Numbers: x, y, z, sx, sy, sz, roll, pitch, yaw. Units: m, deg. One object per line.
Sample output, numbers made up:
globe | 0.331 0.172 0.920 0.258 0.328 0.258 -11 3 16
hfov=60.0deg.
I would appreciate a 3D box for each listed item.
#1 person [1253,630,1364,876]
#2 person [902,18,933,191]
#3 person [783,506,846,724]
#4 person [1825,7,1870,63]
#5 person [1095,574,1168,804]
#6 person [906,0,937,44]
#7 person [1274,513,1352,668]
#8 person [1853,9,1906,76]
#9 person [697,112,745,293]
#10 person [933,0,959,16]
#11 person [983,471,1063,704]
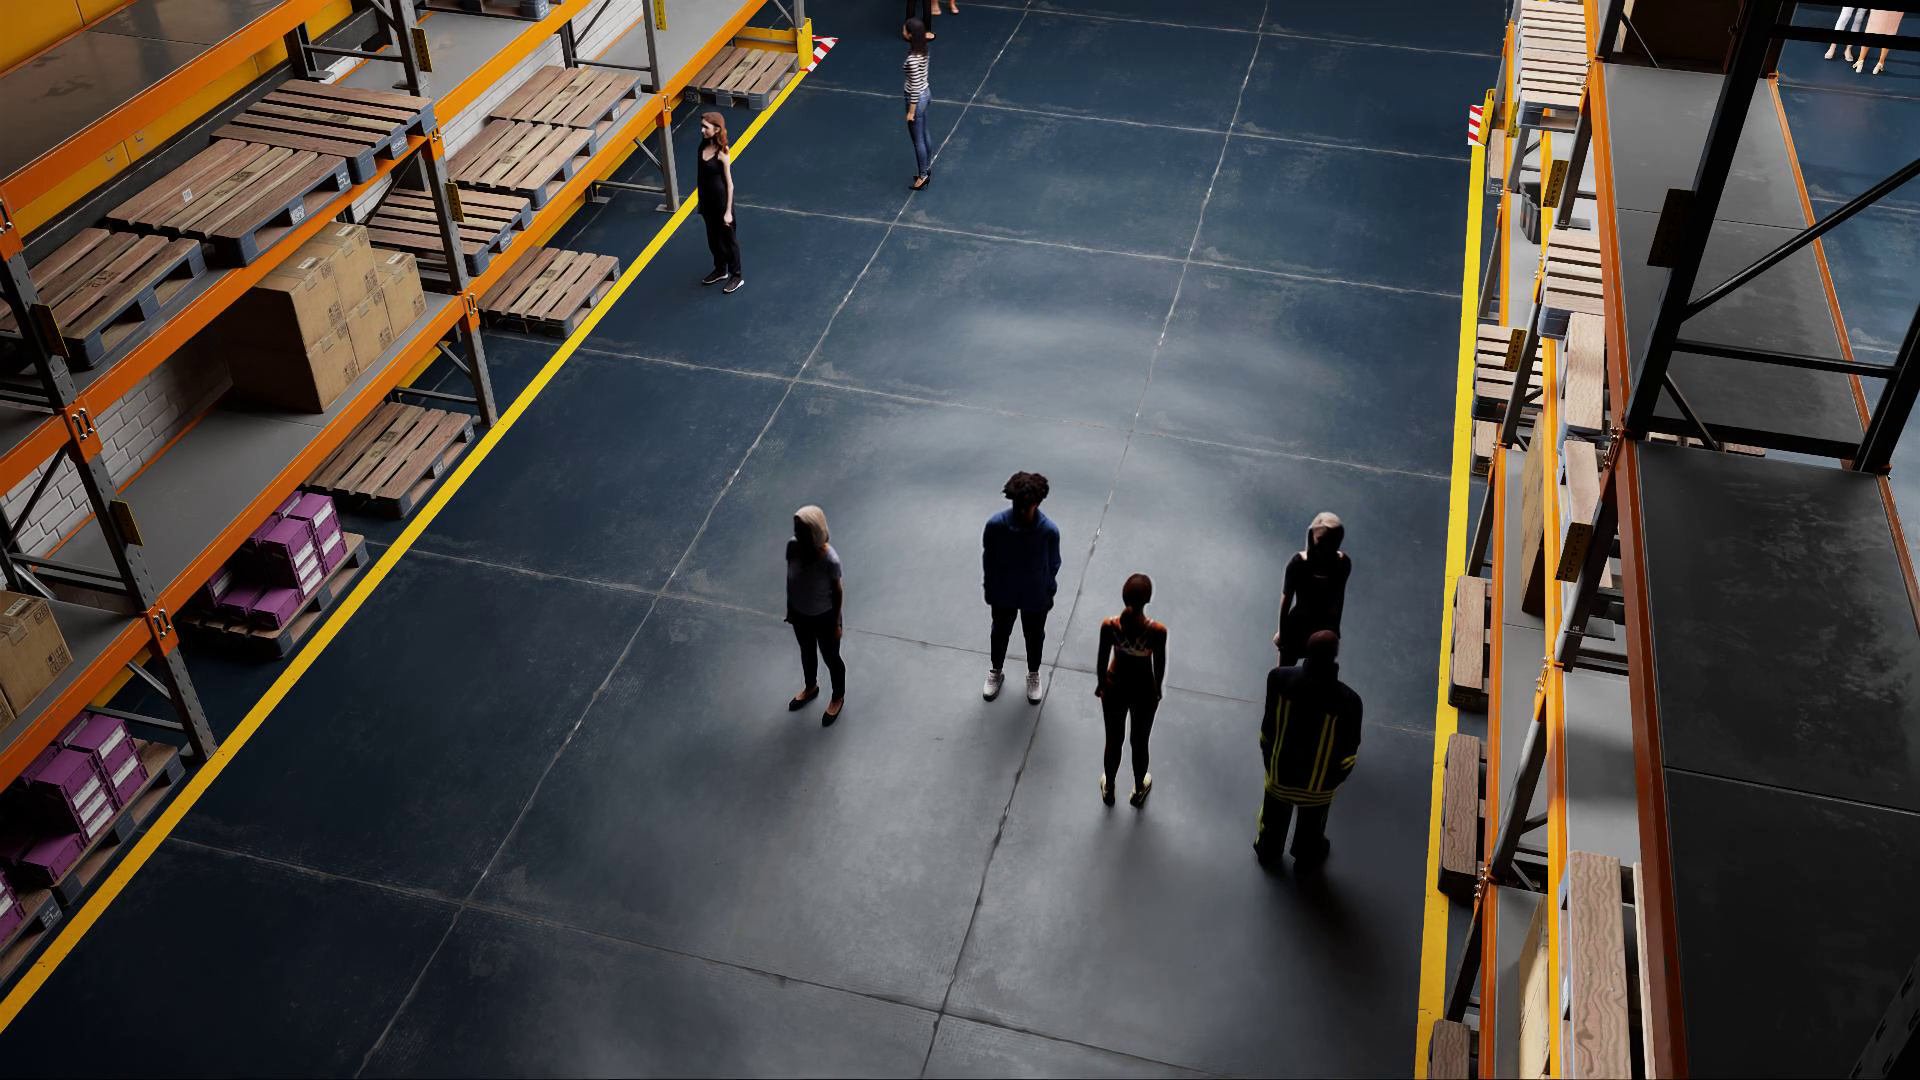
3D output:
person | 2.045 1.247 9.841 0.806 1.821 0.751 18 42 22
person | -0.434 -4.448 16.992 0.654 1.795 0.439 9 39 11
person | -0.941 0.469 10.894 0.650 1.721 0.613 22 44 25
person | 10.694 -6.538 19.690 0.546 1.694 0.550 11 40 14
person | 1.043 0.940 10.248 0.575 1.791 0.558 7 39 9
person | -0.496 -6.872 20.086 0.580 1.722 0.492 9 39 11
person | 2.241 0.571 10.679 0.659 1.829 0.638 -5 39 -6
person | 10.840 -6.324 19.311 0.611 1.832 0.552 16 41 19
person | -2.230 -3.147 15.400 0.648 1.748 0.645 26 45 28
person | -0.188 -7.476 20.833 0.661 1.733 0.650 -6 39 -8
person | 0.401 0.301 11.033 0.691 1.811 0.596 6 39 7
